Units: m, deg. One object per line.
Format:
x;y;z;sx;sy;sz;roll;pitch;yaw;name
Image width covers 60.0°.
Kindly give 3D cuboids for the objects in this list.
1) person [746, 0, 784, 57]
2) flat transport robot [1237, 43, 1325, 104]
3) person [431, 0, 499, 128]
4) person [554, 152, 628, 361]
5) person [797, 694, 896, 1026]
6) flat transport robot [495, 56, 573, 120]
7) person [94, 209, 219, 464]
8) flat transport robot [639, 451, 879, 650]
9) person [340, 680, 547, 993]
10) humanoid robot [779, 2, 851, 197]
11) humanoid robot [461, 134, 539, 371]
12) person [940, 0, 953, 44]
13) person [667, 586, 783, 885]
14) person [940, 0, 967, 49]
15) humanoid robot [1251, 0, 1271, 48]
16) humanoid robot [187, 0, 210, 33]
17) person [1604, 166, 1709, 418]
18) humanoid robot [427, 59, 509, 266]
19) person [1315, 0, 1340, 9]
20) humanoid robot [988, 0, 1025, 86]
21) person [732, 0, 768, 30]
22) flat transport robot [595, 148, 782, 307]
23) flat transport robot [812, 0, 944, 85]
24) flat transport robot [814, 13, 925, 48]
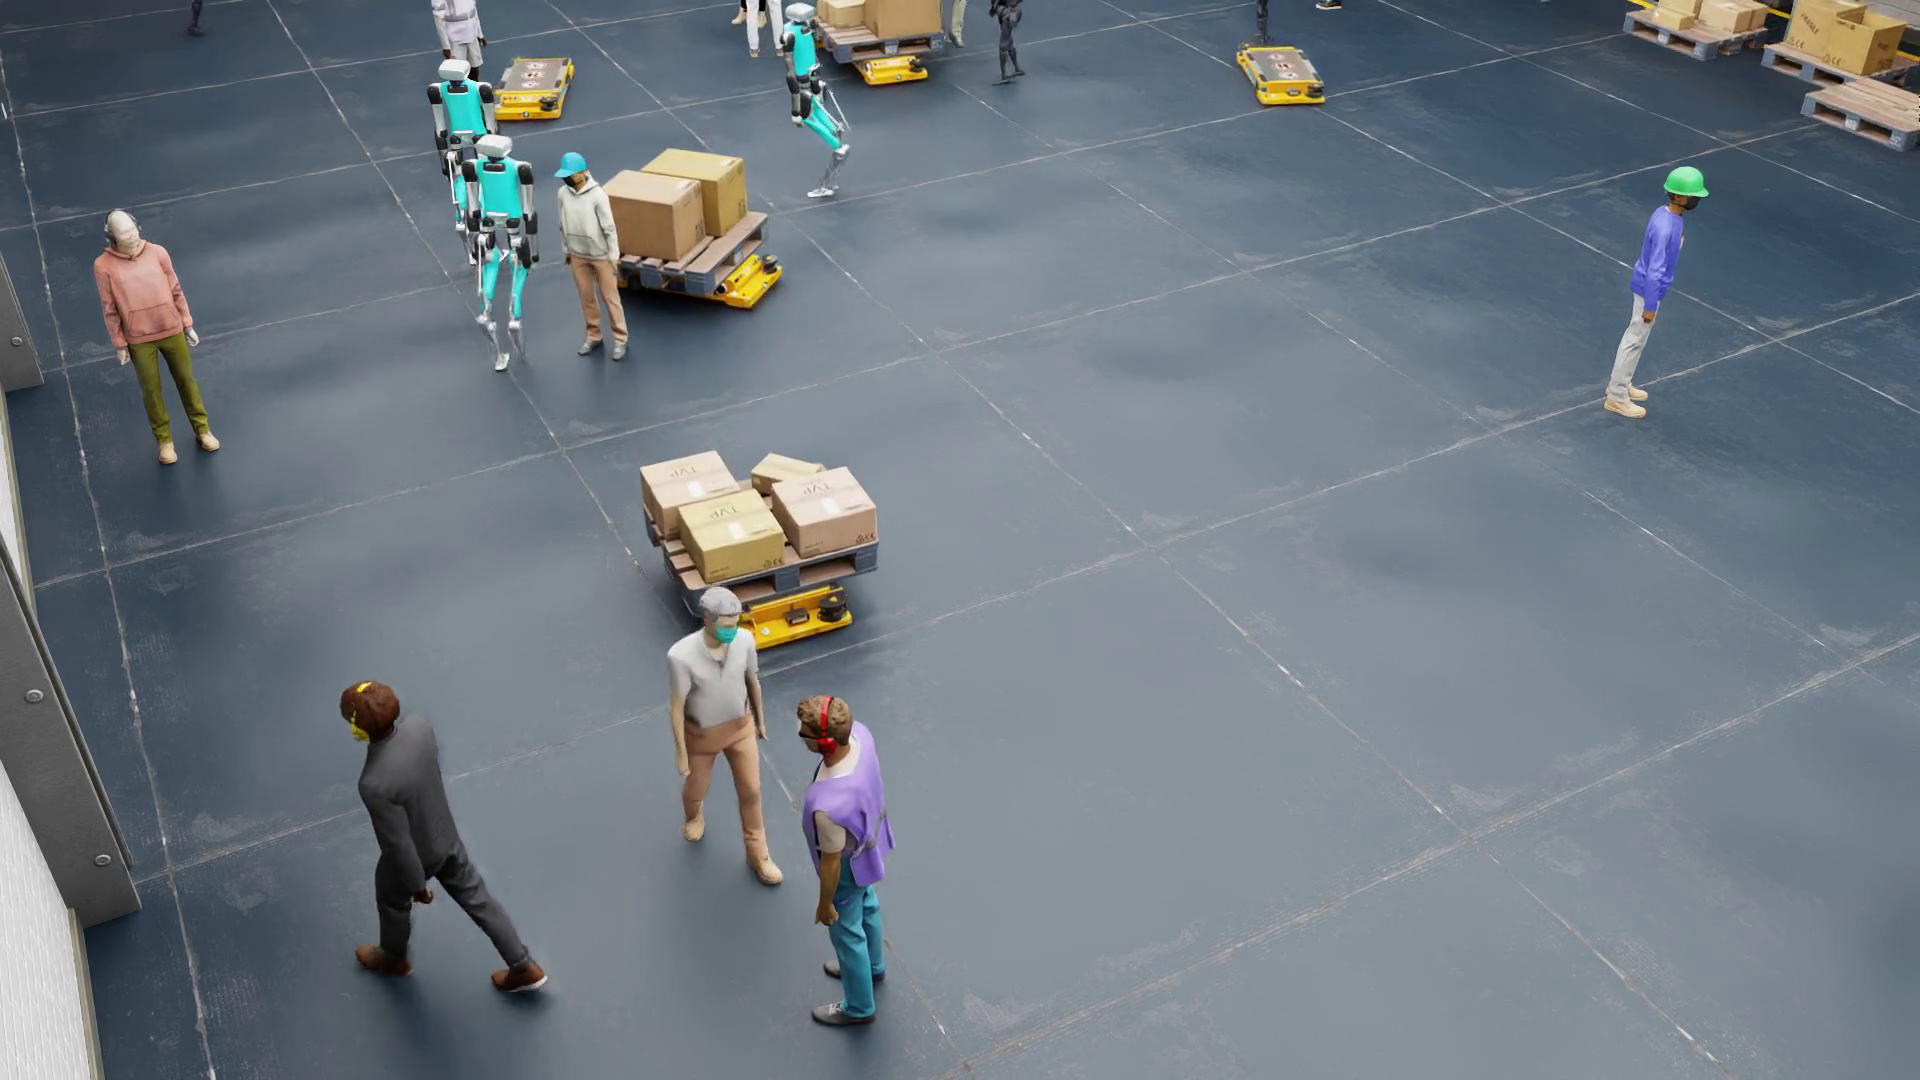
-2.190;-6.249;18.240;0.579;1.877;0.349;-2;35;-3;person
3.439;-5.013;17.874;0.659;0.231;1.431;-2;35;-3;flat transport robot
-4.876;-4.936;16.319;0.370;1.928;0.542;19;39;25;person
-2.791;-2.134;12.545;0.487;1.665;0.396;10;36;14;person
-0.493;1.417;7.332;0.391;1.837;0.557;7;36;10;person
-4.488;-4.772;17.529;0.659;0.231;1.431;-3;35;-4;flat transport robot
-5.507;-1.406;11.356;0.537;1.836;0.366;-22;41;-28;person
-1.244;0.160;10.487;0.659;0.231;1.431;-15;38;-20;flat transport robot
-2.399;1.353;7.428;0.975;1.830;0.494;12;37;17;person
-1.232;-3.920;15.046;0.678;1.804;0.542;13;37;17;humanoid robot
-3.430;-2.023;12.415;0.538;1.851;0.777;2;35;3;humanoid robot
-0.356;-6.557;18.668;0.629;1.899;0.573;20;40;26;person
-1.193;0.917;8.141;0.510;1.722;0.686;-17;39;-23;person
-0.145;-6.371;18.463;0.634;1.812;0.615;-12;37;-17;person
3.395;-6.318;18.506;0.598;1.657;0.375;-29;44;-35;humanoid robot
-8.798;-6.611;18.935;0.396;1.645;0.602;2;35;3;humanoid robot
4.954;-1.774;11.853;0.352;1.871;0.469;14;37;19;person
-4.045;-3.023;13.636;0.533;1.677;0.735;-1;35;-1;humanoid robot
4.463;-7.310;19.685;0.375;1.957;0.613;5;35;7;person
0.474;-5.662;17.582;0.526;1.637;0.596;-15;38;-20;humanoid robot
-2.452;-6.739;19.089;0.539;1.697;0.317;20;39;25;person
-2.282;-2.263;13.947;1.431;0.231;0.659;11;37;15;flat transport robot
-0.899;-5.377;18.393;0.659;0.231;1.431;-12;37;-16;flat transport robot
-1.043;-5.867;19.092;1.431;0.231;0.659;-6;35;-9;flat transport robot
